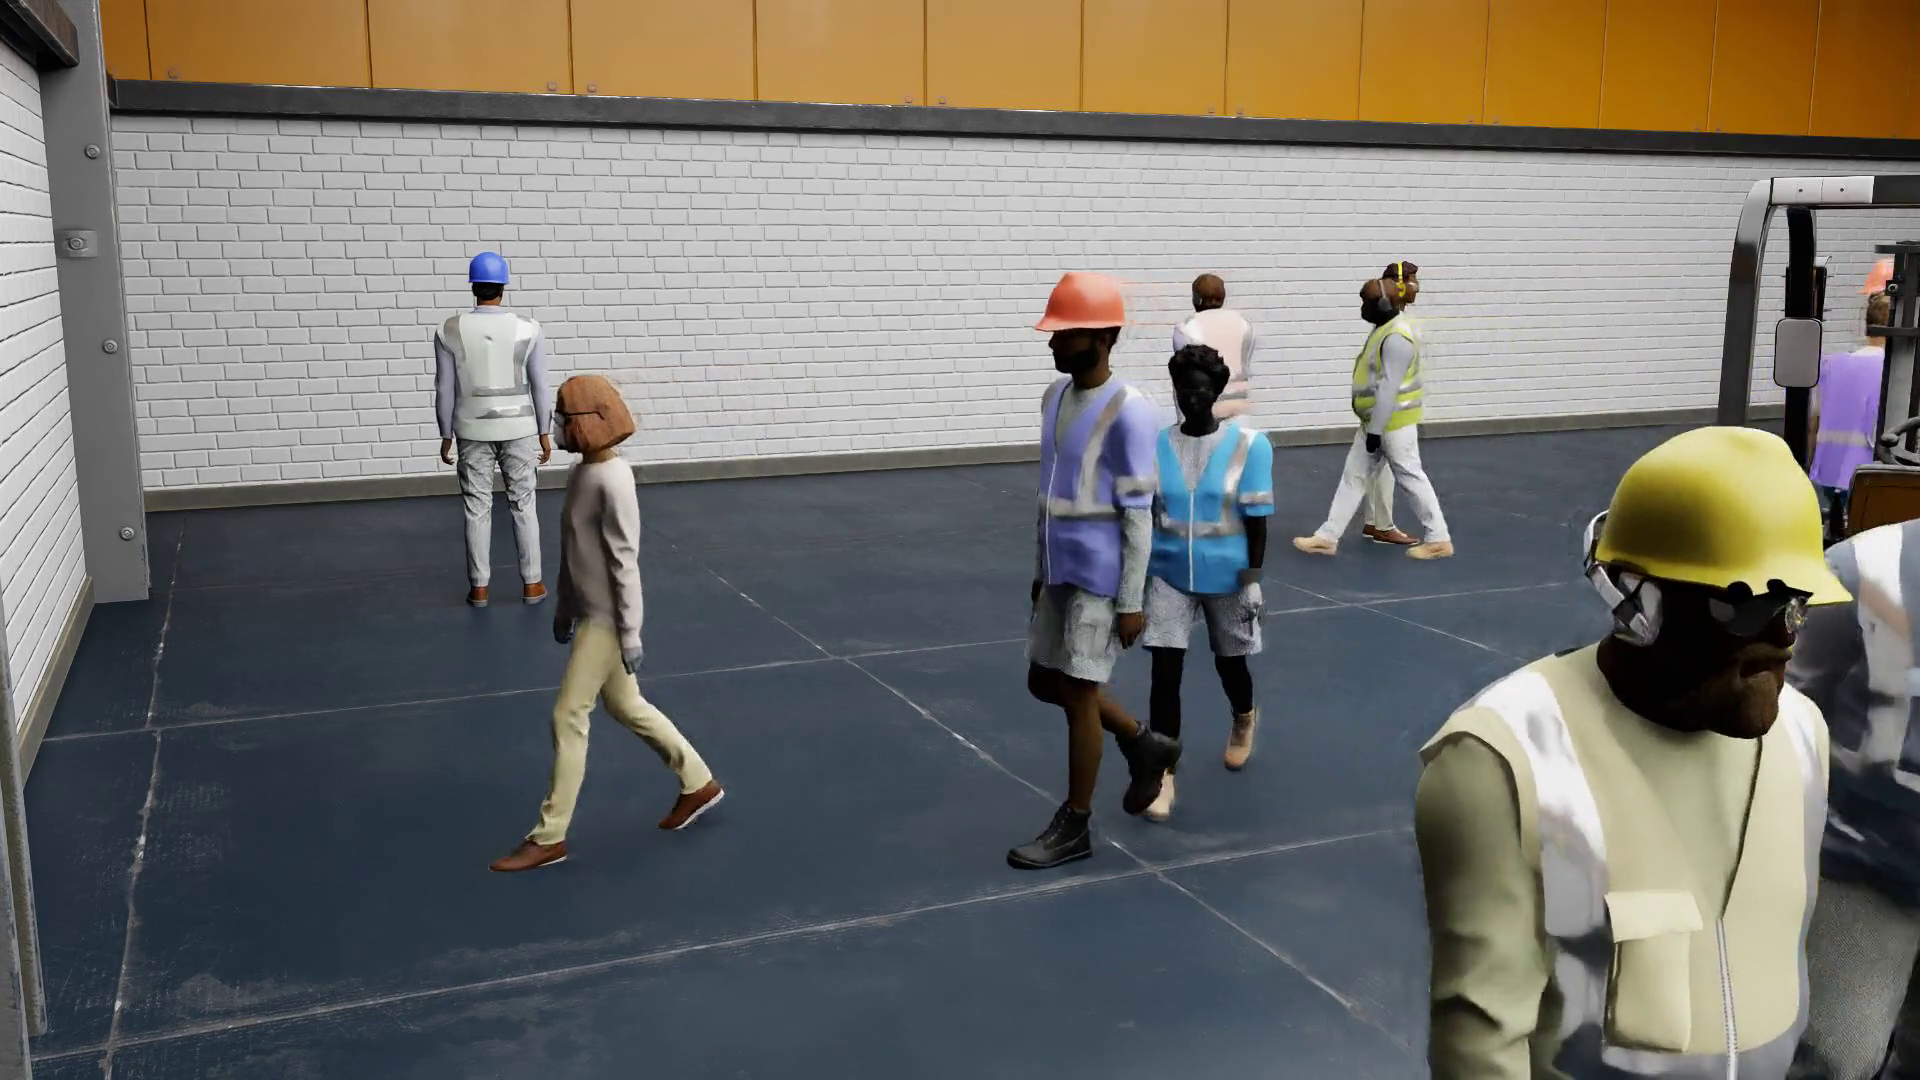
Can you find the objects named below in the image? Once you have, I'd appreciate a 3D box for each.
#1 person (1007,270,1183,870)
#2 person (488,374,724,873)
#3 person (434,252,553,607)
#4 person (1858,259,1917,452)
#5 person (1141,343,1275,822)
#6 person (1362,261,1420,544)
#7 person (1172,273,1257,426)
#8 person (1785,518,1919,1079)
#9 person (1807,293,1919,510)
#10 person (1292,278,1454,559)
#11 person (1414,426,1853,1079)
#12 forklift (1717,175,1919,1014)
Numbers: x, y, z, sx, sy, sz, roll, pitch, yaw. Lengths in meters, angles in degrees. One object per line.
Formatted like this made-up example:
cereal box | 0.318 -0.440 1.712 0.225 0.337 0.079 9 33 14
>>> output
person | 0.452 0.098 5.380 0.627 1.926 0.558 -5 11 -26
person | -1.152 0.247 5.455 0.812 1.600 0.504 -5 11 -24
person | -2.562 -0.601 9.169 0.617 1.946 0.396 -3 11 -15
person | 5.353 -0.688 9.785 0.885 1.893 0.546 4 11 19
person | 0.885 0.115 6.007 0.526 1.668 0.802 4 11 21
person | 2.895 -0.912 11.096 0.329 1.873 0.515 0 10 -1
person | 1.632 -0.858 11.022 0.620 1.787 0.972 -3 11 -16
person | 1.801 0.591 3.036 0.618 1.787 0.494 2 10 11
person | 4.127 -0.231 7.571 0.957 1.786 0.556 -3 11 -15
person | 2.673 -0.748 10.461 1.003 1.783 0.636 1 10 3
person | 0.829 0.765 2.037 0.586 1.806 0.769 -3 11 -15
forklift | 2.810 0.094 4.662 1.214 2.155 2.313 7 12 34
